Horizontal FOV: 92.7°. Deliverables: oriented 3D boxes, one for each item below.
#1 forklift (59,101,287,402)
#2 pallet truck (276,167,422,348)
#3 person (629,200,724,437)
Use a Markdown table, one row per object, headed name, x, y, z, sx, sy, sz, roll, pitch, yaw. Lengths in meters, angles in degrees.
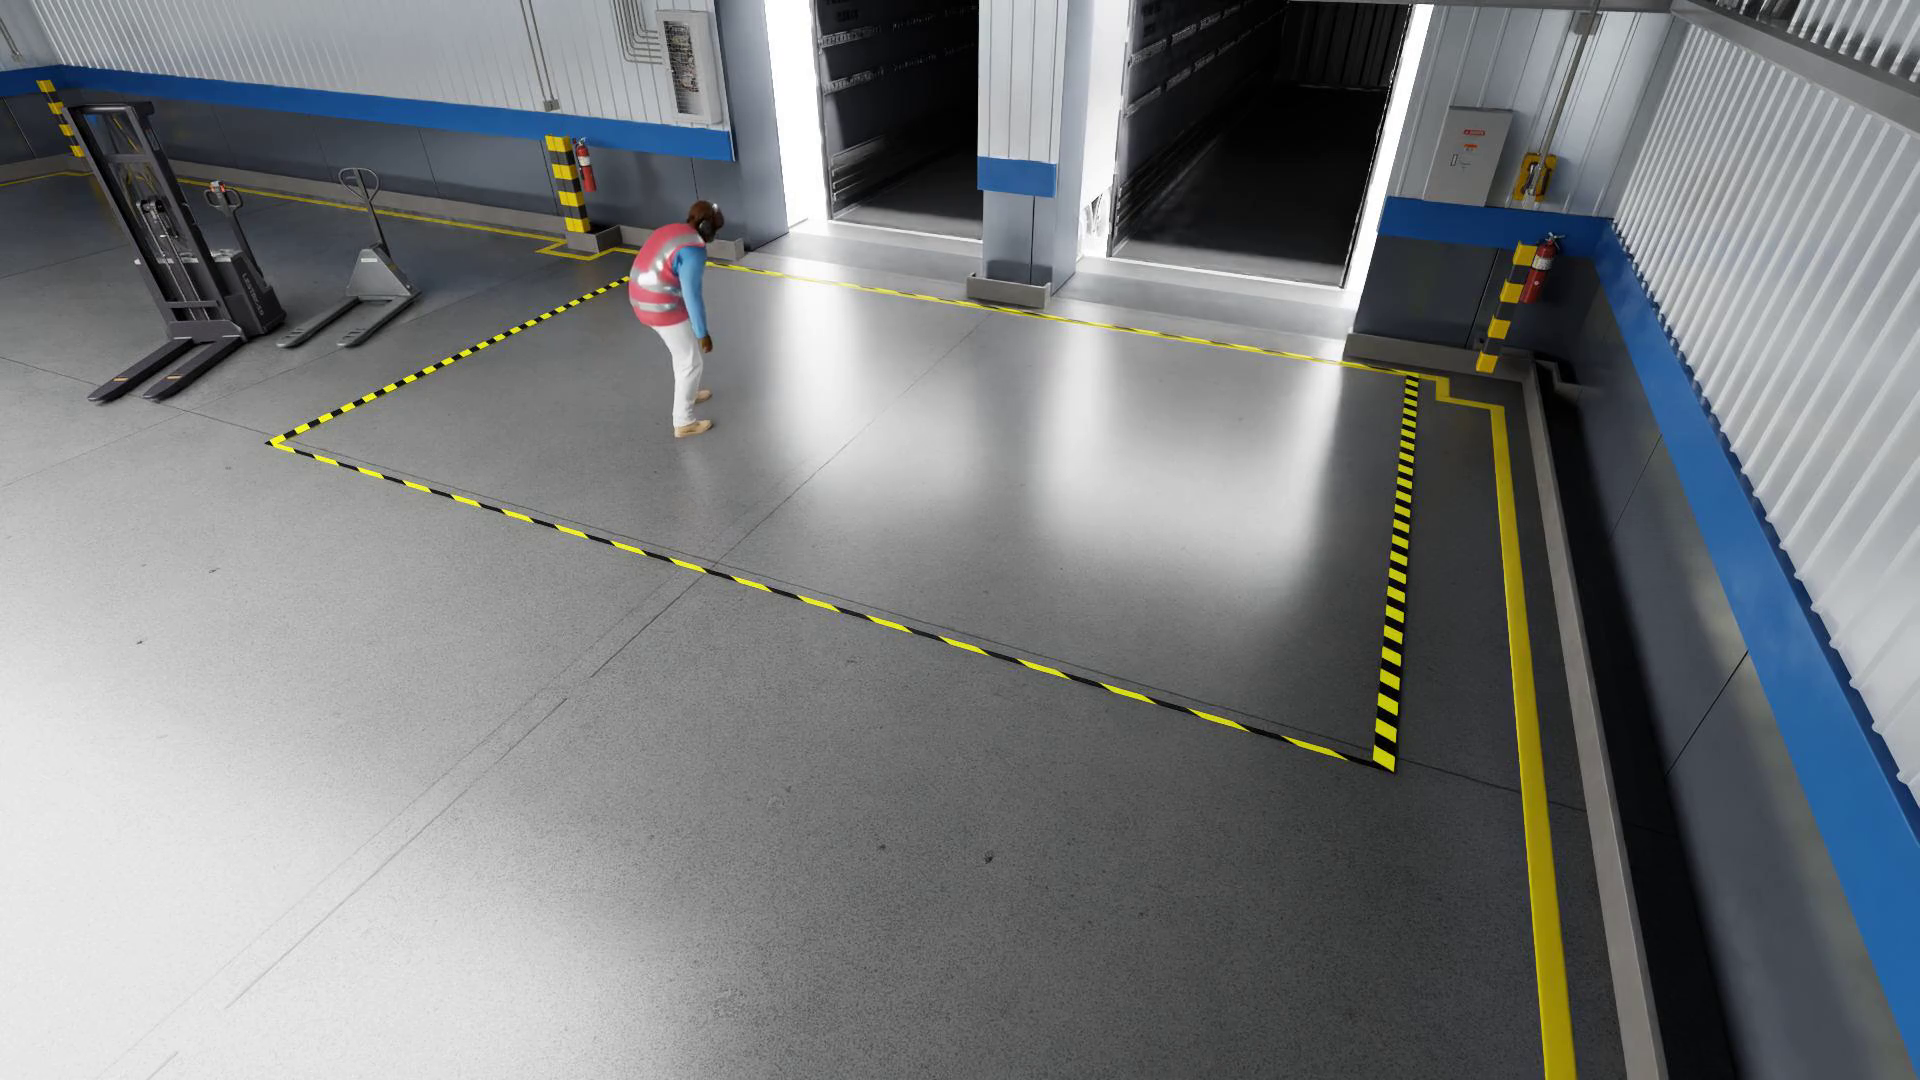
| name | x | y | z | sx | sy | sz | roll | pitch | yaw |
| --- | --- | --- | --- | --- | --- | --- | --- | --- | --- |
| forklift | -6.686 | -2.387 | 7.434 | 0.823 | 1.965 | 1.885 | -3 | 35 | -5 |
| pallet truck | -5.732 | -2.611 | 8.414 | 0.680 | 1.201 | 1.601 | -1 | 35 | -1 |
| person | -1.962 | -1.616 | 6.707 | 0.776 | 1.578 | 0.752 | -26 | 42 | -32 |
